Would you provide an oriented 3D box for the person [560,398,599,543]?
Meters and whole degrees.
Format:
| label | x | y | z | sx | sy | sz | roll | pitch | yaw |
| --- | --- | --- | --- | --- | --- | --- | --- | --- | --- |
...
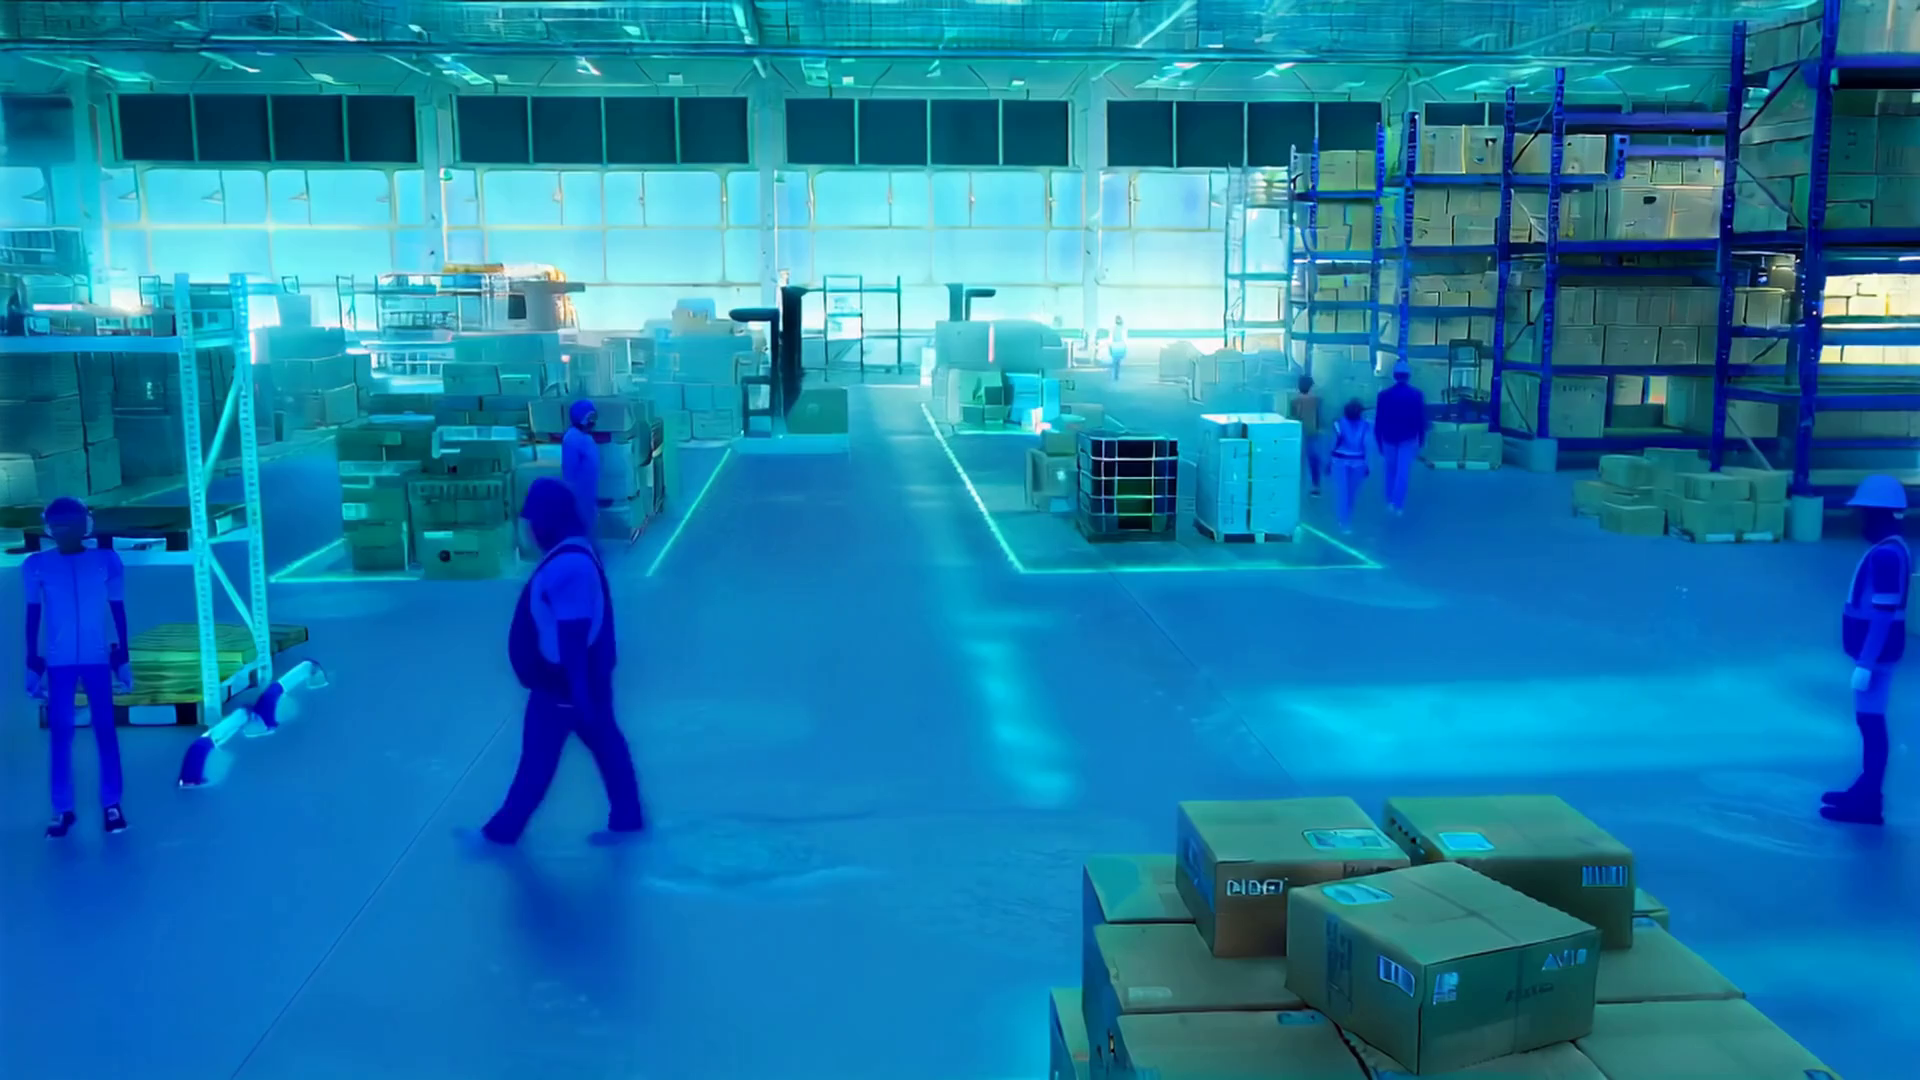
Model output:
| label | x | y | z | sx | sy | sz | roll | pitch | yaw |
| --- | --- | --- | --- | --- | --- | --- | --- | --- | --- |
| person | -3.372 | -0.305 | 14.894 | 0.368 | 1.940 | 0.632 | 0 | 9 | -3 |

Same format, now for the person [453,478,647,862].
| label | x | y | z | sx | sy | sz | roll | pitch | yaw |
| --- | --- | --- | --- | --- | --- | --- | --- | --- | --- |
| person | -2.117 | 0.644 | 8.616 | 0.989 | 2.000 | 0.698 | 0 | 9 | -2 |

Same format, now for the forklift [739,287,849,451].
| label | x | y | z | sx | sy | sz | roll | pitch | yaw |
| --- | --- | --- | --- | --- | --- | --- | --- | --- | --- |
| forklift | -2.857 | -2.959 | 28.607 | 1.873 | 2.768 | 1.129 | -1 | 9 | -4 |

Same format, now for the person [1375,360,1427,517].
| label | x | y | z | sx | sy | sz | roll | pitch | yaw |
| --- | --- | --- | --- | --- | --- | --- | --- | --- | --- |
| person | 5.574 | -1.289 | 21.022 | 0.607 | 1.944 | 1.028 | 4 | 10 | 23 |

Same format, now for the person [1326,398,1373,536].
| label | x | y | z | sx | sy | sz | roll | pitch | yaw |
| --- | --- | --- | --- | --- | --- | --- | --- | --- | --- |
| person | 4.561 | -0.875 | 19.571 | 0.521 | 1.608 | 0.815 | 0 | 9 | -1 |

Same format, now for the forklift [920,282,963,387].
| label | x | y | z | sx | sy | sz | roll | pitch | yaw |
| --- | --- | --- | --- | --- | --- | --- | --- | --- | --- |
| forklift | -0.121 | -5.568 | 44.991 | 1.873 | 2.768 | 1.129 | -1 | 9 | -4 |

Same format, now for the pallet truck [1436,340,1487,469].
| label | x | y | z | sx | sy | sz | roll | pitch | yaw |
| --- | --- | --- | --- | --- | --- | --- | --- | --- | --- |
| pallet truck | 8.004 | -2.170 | 26.422 | 0.823 | 1.965 | 1.885 | 2 | 9 | 14 |

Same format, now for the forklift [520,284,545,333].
| label | x | y | z | sx | sy | sz | roll | pitch | yaw |
| --- | --- | --- | --- | --- | --- | --- | --- | --- | --- |
| forklift | -9.320 | -4.225 | 36.561 | 1.873 | 2.768 | 1.129 | -1 | 9 | -4 |

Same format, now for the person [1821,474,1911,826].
| label | x | y | z | sx | sy | sz | roll | pitch | yaw |
| --- | --- | --- | --- | --- | --- | --- | --- | --- | --- |
| person | 5.017 | 0.604 | 9.191 | 0.361 | 1.938 | 0.545 | 5 | 10 | 30 |

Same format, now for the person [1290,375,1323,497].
| label | x | y | z | sx | sy | sz | roll | pitch | yaw |
| --- | --- | --- | --- | --- | --- | --- | --- | --- | --- |
| person | 4.715 | -1.439 | 22.885 | 0.553 | 1.647 | 0.859 | -4 | 10 | -23 |

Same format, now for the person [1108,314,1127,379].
| label | x | y | z | sx | sy | sz | roll | pitch | yaw |
| --- | --- | --- | --- | --- | --- | --- | --- | --- | --- |
| person | 4.534 | -5.577 | 48.077 | 0.552 | 1.920 | 0.800 | 3 | 10 | 18 |

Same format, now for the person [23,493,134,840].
| label | x | y | z | sx | sy | sz | roll | pitch | yaw |
| --- | --- | --- | --- | --- | --- | --- | --- | --- | --- |
| person | -4.755 | 0.675 | 8.979 | 0.517 | 1.865 | 0.328 | -3 | 10 | -20 |
